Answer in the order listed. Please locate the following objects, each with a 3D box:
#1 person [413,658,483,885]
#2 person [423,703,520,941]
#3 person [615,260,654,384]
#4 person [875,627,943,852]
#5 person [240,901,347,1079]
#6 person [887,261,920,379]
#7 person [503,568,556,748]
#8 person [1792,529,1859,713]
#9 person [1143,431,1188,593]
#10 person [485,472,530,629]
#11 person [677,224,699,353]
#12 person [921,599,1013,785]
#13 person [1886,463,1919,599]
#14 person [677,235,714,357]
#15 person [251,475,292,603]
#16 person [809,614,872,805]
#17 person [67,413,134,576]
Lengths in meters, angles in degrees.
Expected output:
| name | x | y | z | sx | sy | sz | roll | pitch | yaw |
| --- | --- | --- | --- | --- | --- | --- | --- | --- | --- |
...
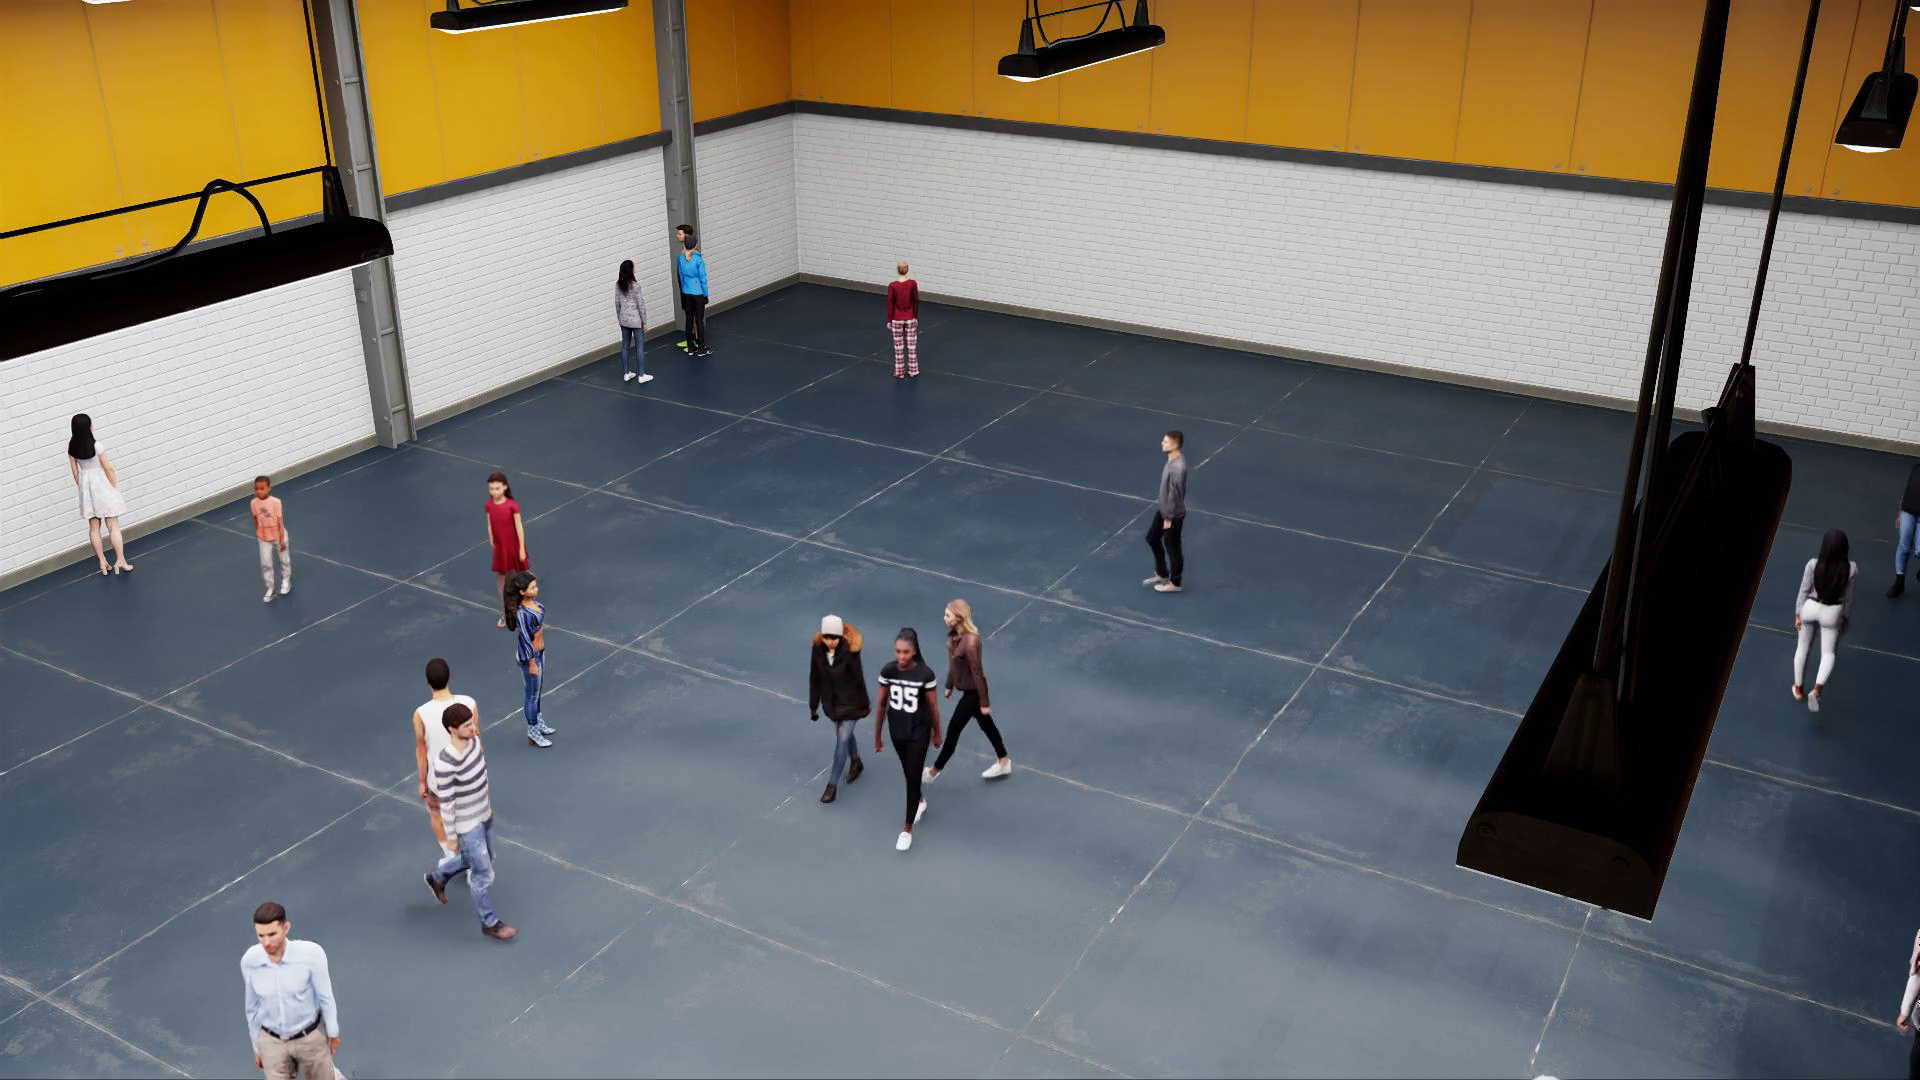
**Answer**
| name | x | y | z | sx | sy | sz | roll | pitch | yaw |
| --- | --- | --- | --- | --- | --- | --- | --- | --- | --- |
| person | -3.730 | 1.768 | 12.235 | 0.782 | 1.763 | 0.866 | -12 | 27 | -26 |
| person | -3.544 | 1.964 | 11.706 | 0.893 | 1.829 | 1.039 | 6 | 24 | 14 |
| person | -4.622 | -3.088 | 23.383 | 0.631 | 1.732 | 0.531 | 11 | 26 | 23 |
| person | -0.368 | 1.470 | 12.991 | 0.760 | 1.704 | 1.053 | 8 | 25 | 18 |
| person | -3.855 | 2.848 | 9.677 | 0.966 | 1.834 | 1.069 | -3 | 24 | -7 |
| person | -0.802 | -3.130 | 23.524 | 0.650 | 1.697 | 0.727 | -8 | 25 | -17 |
| person | -3.658 | 0.994 | 14.190 | 0.755 | 1.616 | 0.661 | -1 | 24 | -3 |
| person | 7.615 | 0.727 | 14.685 | 0.639 | 1.710 | 0.952 | 11 | 26 | 23 |
| person | 2.233 | -0.285 | 16.943 | 0.810 | 1.755 | 0.722 | -1 | 24 | -1 |
| person | -4.449 | 0.030 | 16.497 | 0.808 | 1.534 | 1.023 | 1 | 24 | 3 |
| person | -4.019 | -3.754 | 24.708 | 0.779 | 1.892 | 0.770 | -12 | 26 | -25 |
| person | 0.174 | 1.260 | 13.548 | 1.153 | 1.644 | 1.112 | -6 | 24 | -13 |
| person | 9.780 | -0.235 | 16.917 | 0.906 | 1.683 | 0.727 | -18 | 29 | -35 |
| person | -3.920 | -3.605 | 24.486 | 0.616 | 1.797 | 0.517 | 12 | 26 | 26 |
| person | -7.009 | -0.063 | 17.016 | 0.693 | 1.290 | 0.799 | -2 | 24 | -4 |
| person | -0.934 | 1.283 | 13.554 | 0.671 | 1.596 | 0.961 | 9 | 25 | 21 |
| person | -9.000 | -0.480 | 17.363 | 0.762 | 1.775 | 0.790 | 1 | 24 | 1 |
